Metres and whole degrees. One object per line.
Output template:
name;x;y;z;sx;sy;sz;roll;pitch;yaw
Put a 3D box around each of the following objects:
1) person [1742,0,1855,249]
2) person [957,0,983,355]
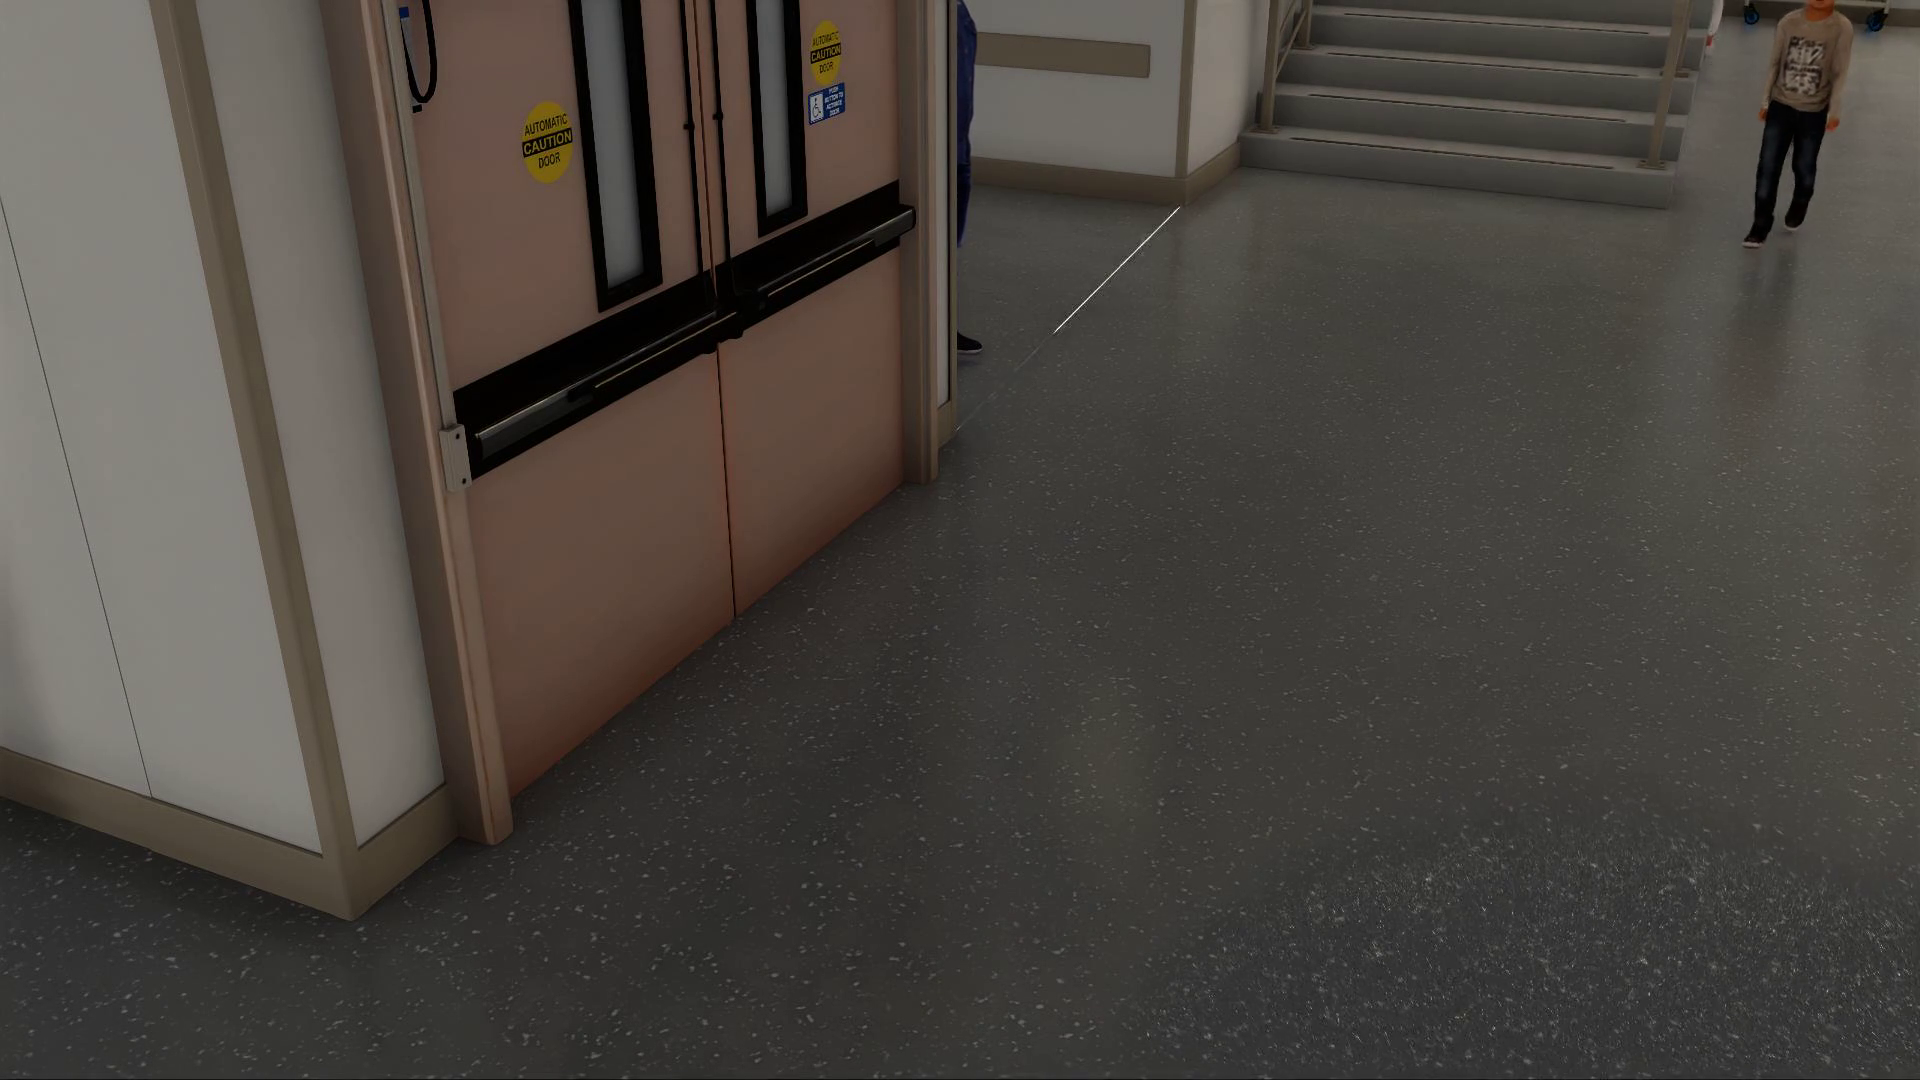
person;4.460;-2.291;8.797;0.691;1.441;1.035;17;31;31
person;-0.101;-1.621;6.965;0.786;1.825;0.506;10;28;20
